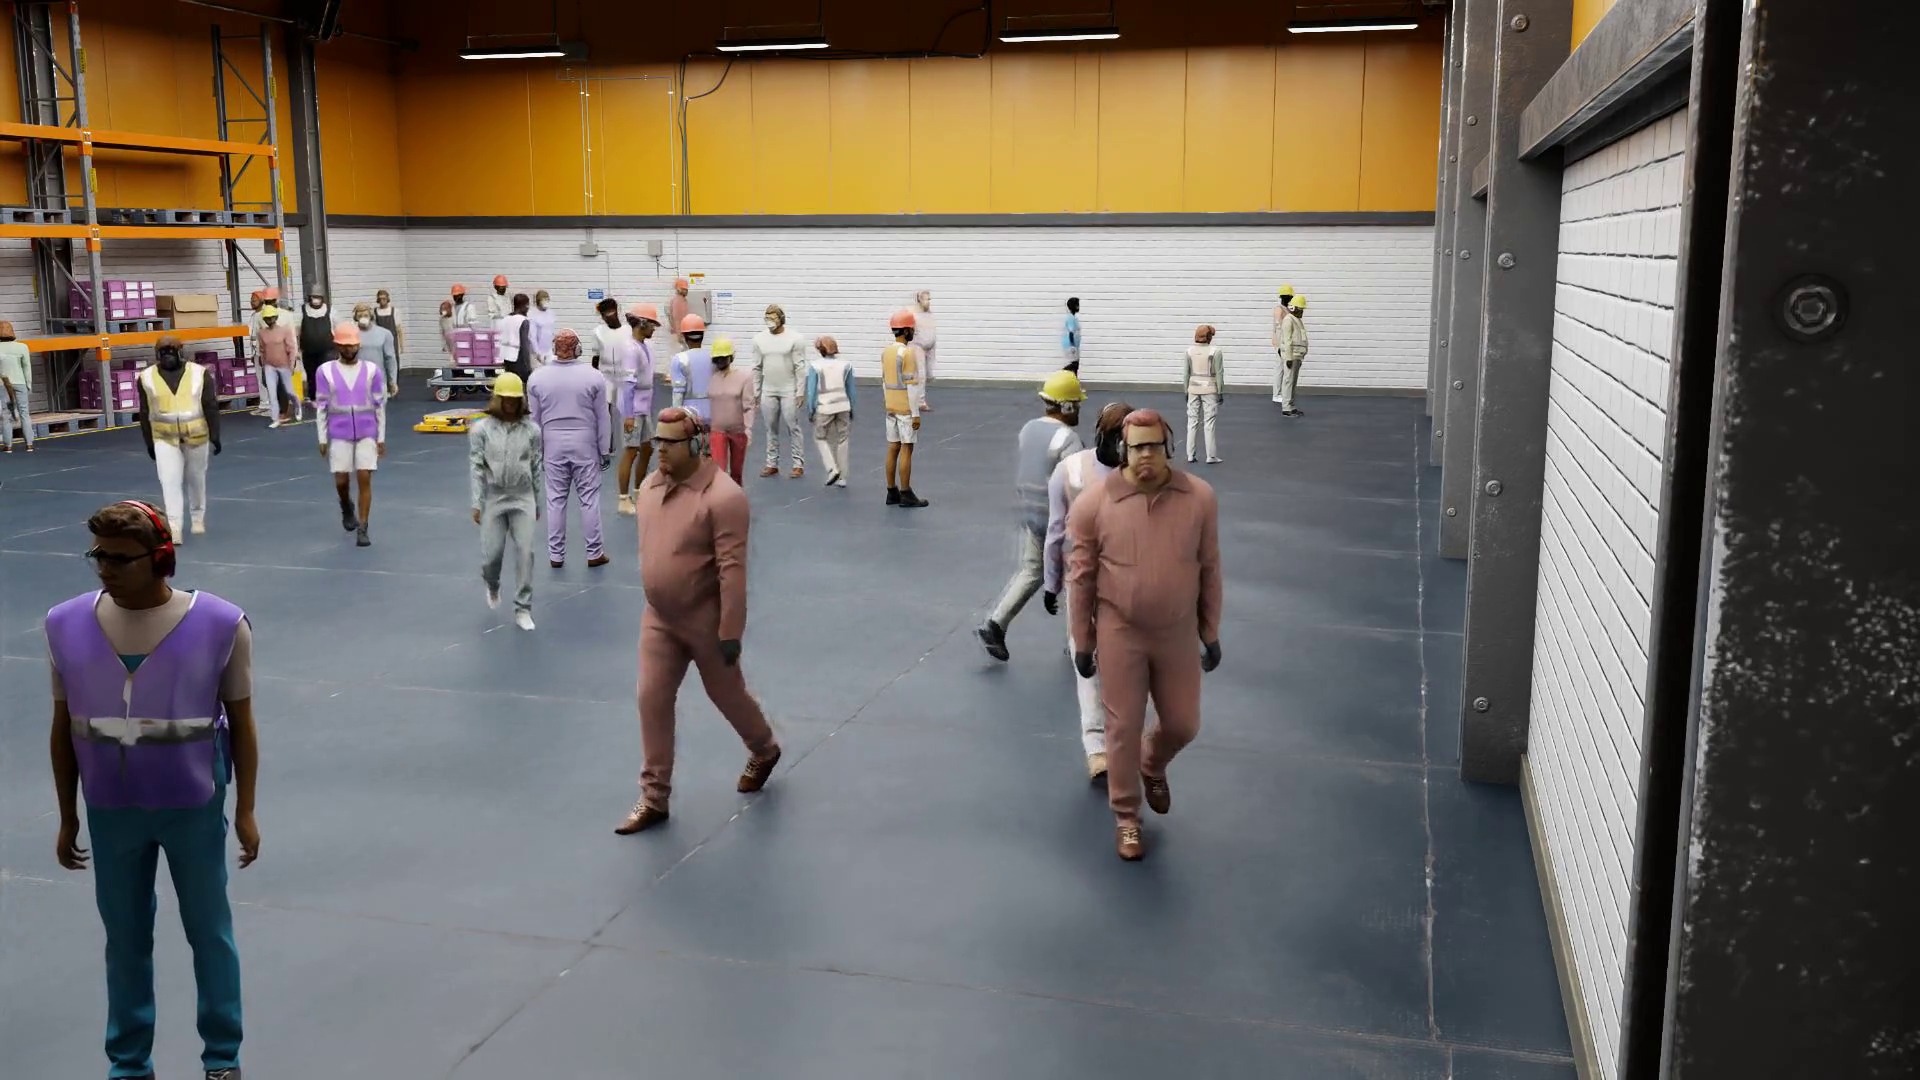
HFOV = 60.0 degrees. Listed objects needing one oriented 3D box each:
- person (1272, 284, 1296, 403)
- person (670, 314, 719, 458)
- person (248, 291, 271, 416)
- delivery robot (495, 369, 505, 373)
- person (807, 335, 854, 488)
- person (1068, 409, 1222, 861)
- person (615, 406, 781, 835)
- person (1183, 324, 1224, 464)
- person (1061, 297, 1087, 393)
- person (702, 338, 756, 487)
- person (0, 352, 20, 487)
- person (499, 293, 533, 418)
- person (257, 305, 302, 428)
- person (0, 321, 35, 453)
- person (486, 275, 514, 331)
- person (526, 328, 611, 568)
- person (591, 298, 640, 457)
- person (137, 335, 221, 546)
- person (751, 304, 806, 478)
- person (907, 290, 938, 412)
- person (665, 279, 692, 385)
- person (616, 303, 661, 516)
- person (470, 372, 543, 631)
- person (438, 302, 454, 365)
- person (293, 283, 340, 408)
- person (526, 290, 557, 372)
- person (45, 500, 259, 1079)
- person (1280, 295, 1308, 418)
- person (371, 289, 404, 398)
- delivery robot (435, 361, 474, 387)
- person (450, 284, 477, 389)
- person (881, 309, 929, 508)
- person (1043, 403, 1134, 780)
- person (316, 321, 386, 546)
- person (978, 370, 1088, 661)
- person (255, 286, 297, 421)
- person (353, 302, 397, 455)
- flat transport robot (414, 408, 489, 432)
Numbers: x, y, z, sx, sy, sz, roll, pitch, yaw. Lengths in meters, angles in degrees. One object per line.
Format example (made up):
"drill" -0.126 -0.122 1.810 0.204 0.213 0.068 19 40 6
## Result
"person" 5.314 -3.222 27.309 0.358 1.930 0.588 4 11 21
"person" -2.436 -1.117 15.374 0.549 1.934 0.374 -8 13 -37
"person" -10.521 -2.804 25.073 0.575 1.884 0.355 8 13 39
"delivery robot" -8.027 -2.893 29.073 0.707 0.478 0.477 -4 11 -23
"person" -1.359 -1.355 17.576 0.554 1.622 0.353 -5 11 -26
"person" 0.774 0.376 7.048 0.659 1.886 0.544 -1 10 -6
"person" -1.160 0.317 7.477 0.644 1.869 0.953 6 12 31
"person" 2.868 -1.715 19.603 0.513 1.639 0.311 7 12 33
"person" 1.905 -3.381 28.878 0.544 1.684 0.546 2 10 11
"person" -2.138 -0.996 15.301 0.523 1.715 0.912 -1 10 -7
"person" -9.976 -1.351 17.043 0.547 1.813 0.996 -3 11 -18
"person" -6.155 -2.481 23.198 0.630 1.888 0.545 9 13 40
"person" -9.692 -2.487 23.688 0.532 1.736 0.730 0 10 -1
"person" -11.805 -1.901 20.666 0.498 1.634 0.283 -7 12 -36
"person" -8.538 -3.938 31.126 0.418 2.015 0.644 6 12 32
"person" -3.090 -0.725 13.238 0.641 1.908 0.407 -1 10 -4
"person" -4.166 -1.962 20.198 0.685 1.925 0.646 0 10 1
"person" -6.784 -0.887 14.484 0.630 1.804 0.949 -4 11 -23
"person" -1.998 -1.632 18.348 0.644 1.927 0.390 3 10 16
"person" -0.613 -2.934 25.813 0.523 1.892 0.644 9 13 41
"person" -4.993 -3.782 30.394 0.983 1.946 0.659 3 10 16
"person" -3.061 -1.231 15.786 0.455 2.019 0.842 0 10 2
"person" -3.045 -0.274 11.184 0.498 1.726 0.555 -5 11 -27
"person" -9.185 -3.515 30.015 0.513 1.548 0.958 5 11 25
"person" -10.023 -3.039 25.957 0.684 2.000 0.990 -3 10 -17
"person" -6.176 -2.790 24.933 0.990 1.888 0.643 7 12 35
"person" -2.339 0.786 4.871 0.563 1.839 0.392 -1 10 -8
"person" 5.016 -2.752 24.954 0.403 1.822 0.588 5 11 25
"person" -9.686 -3.316 28.098 0.528 1.834 0.494 -3 11 -18
"delivery robot" -8.749 -2.868 28.930 0.707 0.478 0.477 -2 10 -11
"person" -8.888 -3.680 30.024 0.555 1.904 0.914 4 11 22
"person" -0.553 -1.289 16.332 0.350 1.942 0.545 -6 12 -32
"person" 0.752 0.252 8.001 0.642 1.798 0.925 -1 10 -7
"person" -5.222 -0.921 14.300 0.559 1.923 0.599 -4 11 -23
"person" 0.516 -0.132 10.157 0.798 1.808 0.589 -7 12 -34
"person" -10.007 -2.732 24.402 0.635 1.979 0.578 0 10 2
"person" -7.072 -1.894 19.901 0.636 1.906 0.970 -5 11 -25
"flat transport robot" -7.009 -1.693 23.345 0.652 0.197 1.431 2 10 11
